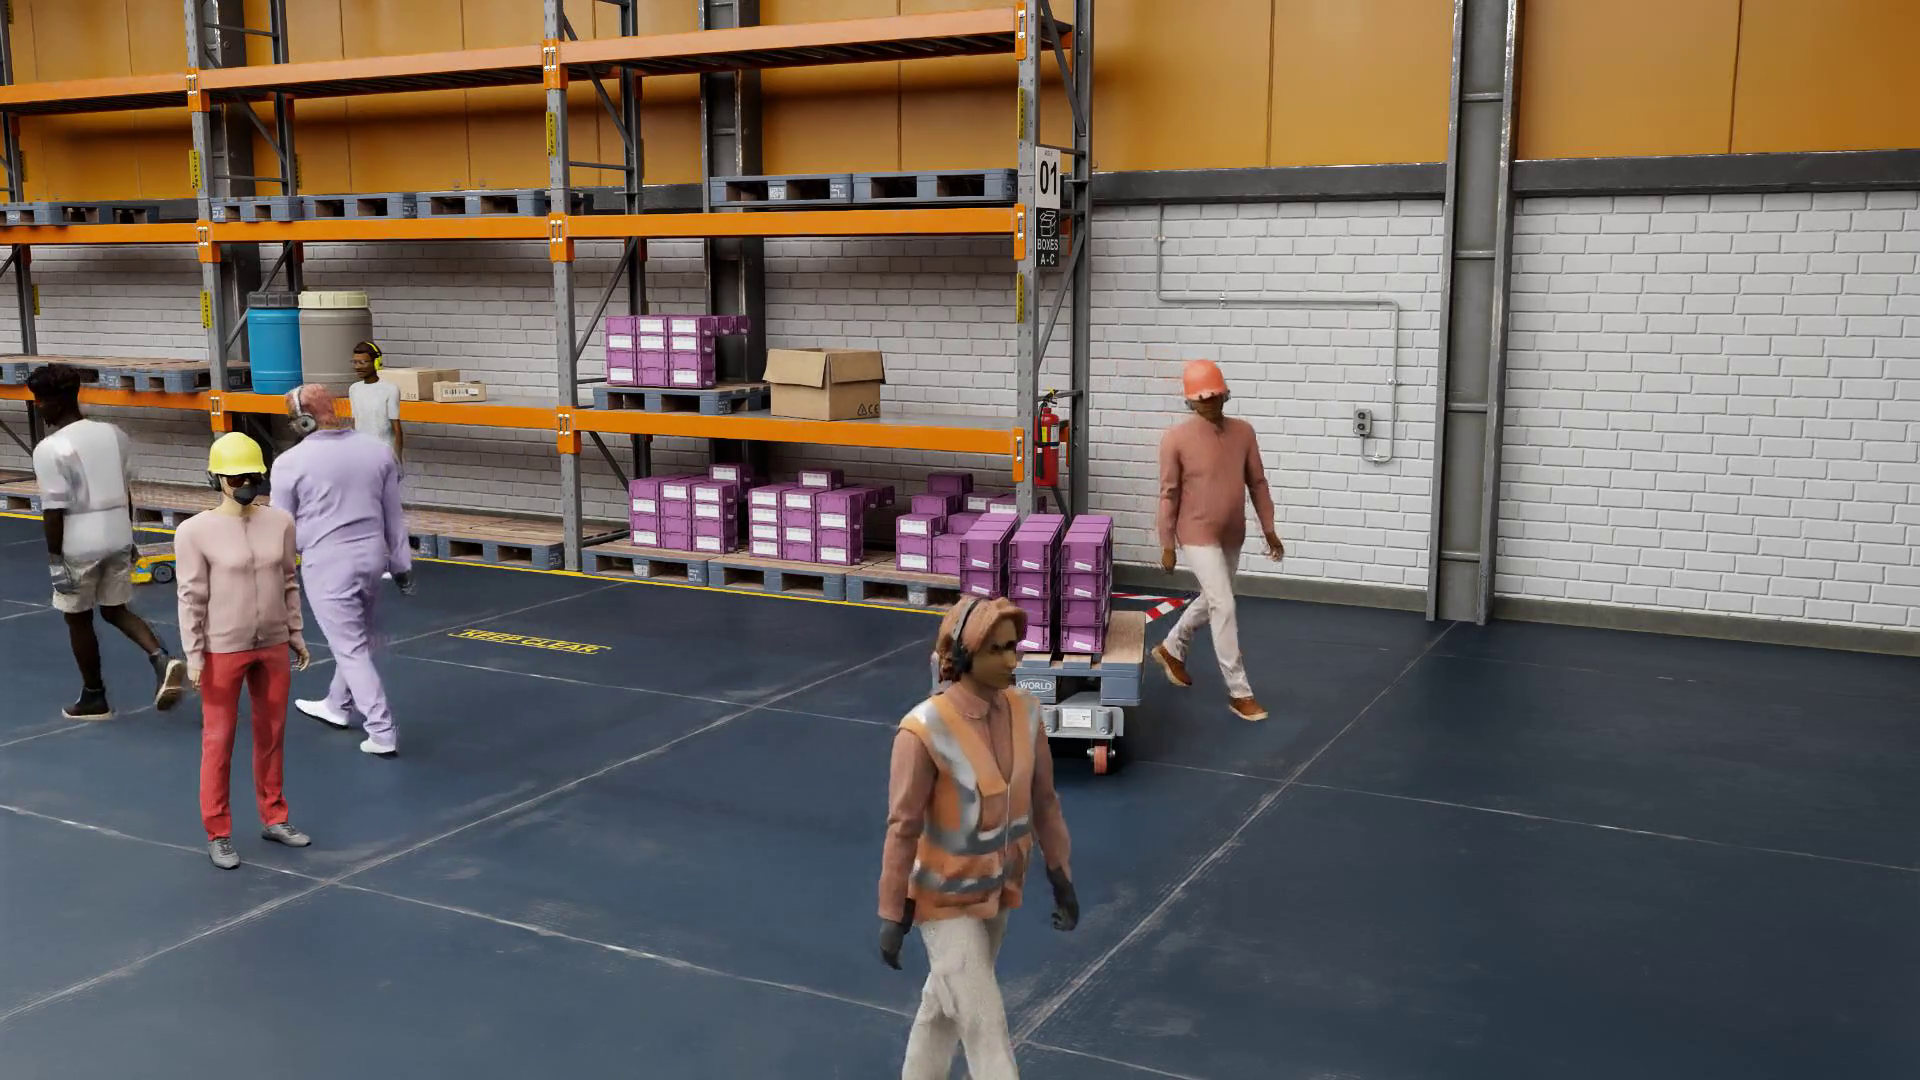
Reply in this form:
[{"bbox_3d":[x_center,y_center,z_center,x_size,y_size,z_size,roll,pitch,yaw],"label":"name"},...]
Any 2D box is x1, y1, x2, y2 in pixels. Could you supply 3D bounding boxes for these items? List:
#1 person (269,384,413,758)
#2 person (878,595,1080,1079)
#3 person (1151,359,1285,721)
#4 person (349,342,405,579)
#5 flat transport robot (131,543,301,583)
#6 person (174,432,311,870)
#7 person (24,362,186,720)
[{"bbox_3d":[-3.155,0.149,8.324,0.887,1.853,0.667,5,11,30],"label":"person"},{"bbox_3d":[0.089,0.936,4.252,0.871,1.593,0.539,8,12,40],"label":"person"},{"bbox_3d":[1.363,-0.041,9.195,0.678,1.948,0.977,-6,11,-32],"label":"person"},{"bbox_3d":[-4.581,-0.622,13.050,0.512,1.862,0.322,4,10,24],"label":"person"},{"bbox_3d":[-6.073,0.138,13.238,1.431,0.197,0.652,-7,11,-36],"label":"flat transport robot"},{"bbox_3d":[-2.903,0.439,6.787,0.326,1.767,0.533,7,11,36],"label":"person"},{"bbox_3d":[-4.519,0.029,8.781,0.682,1.942,0.644,3,10,18],"label":"person"}]
